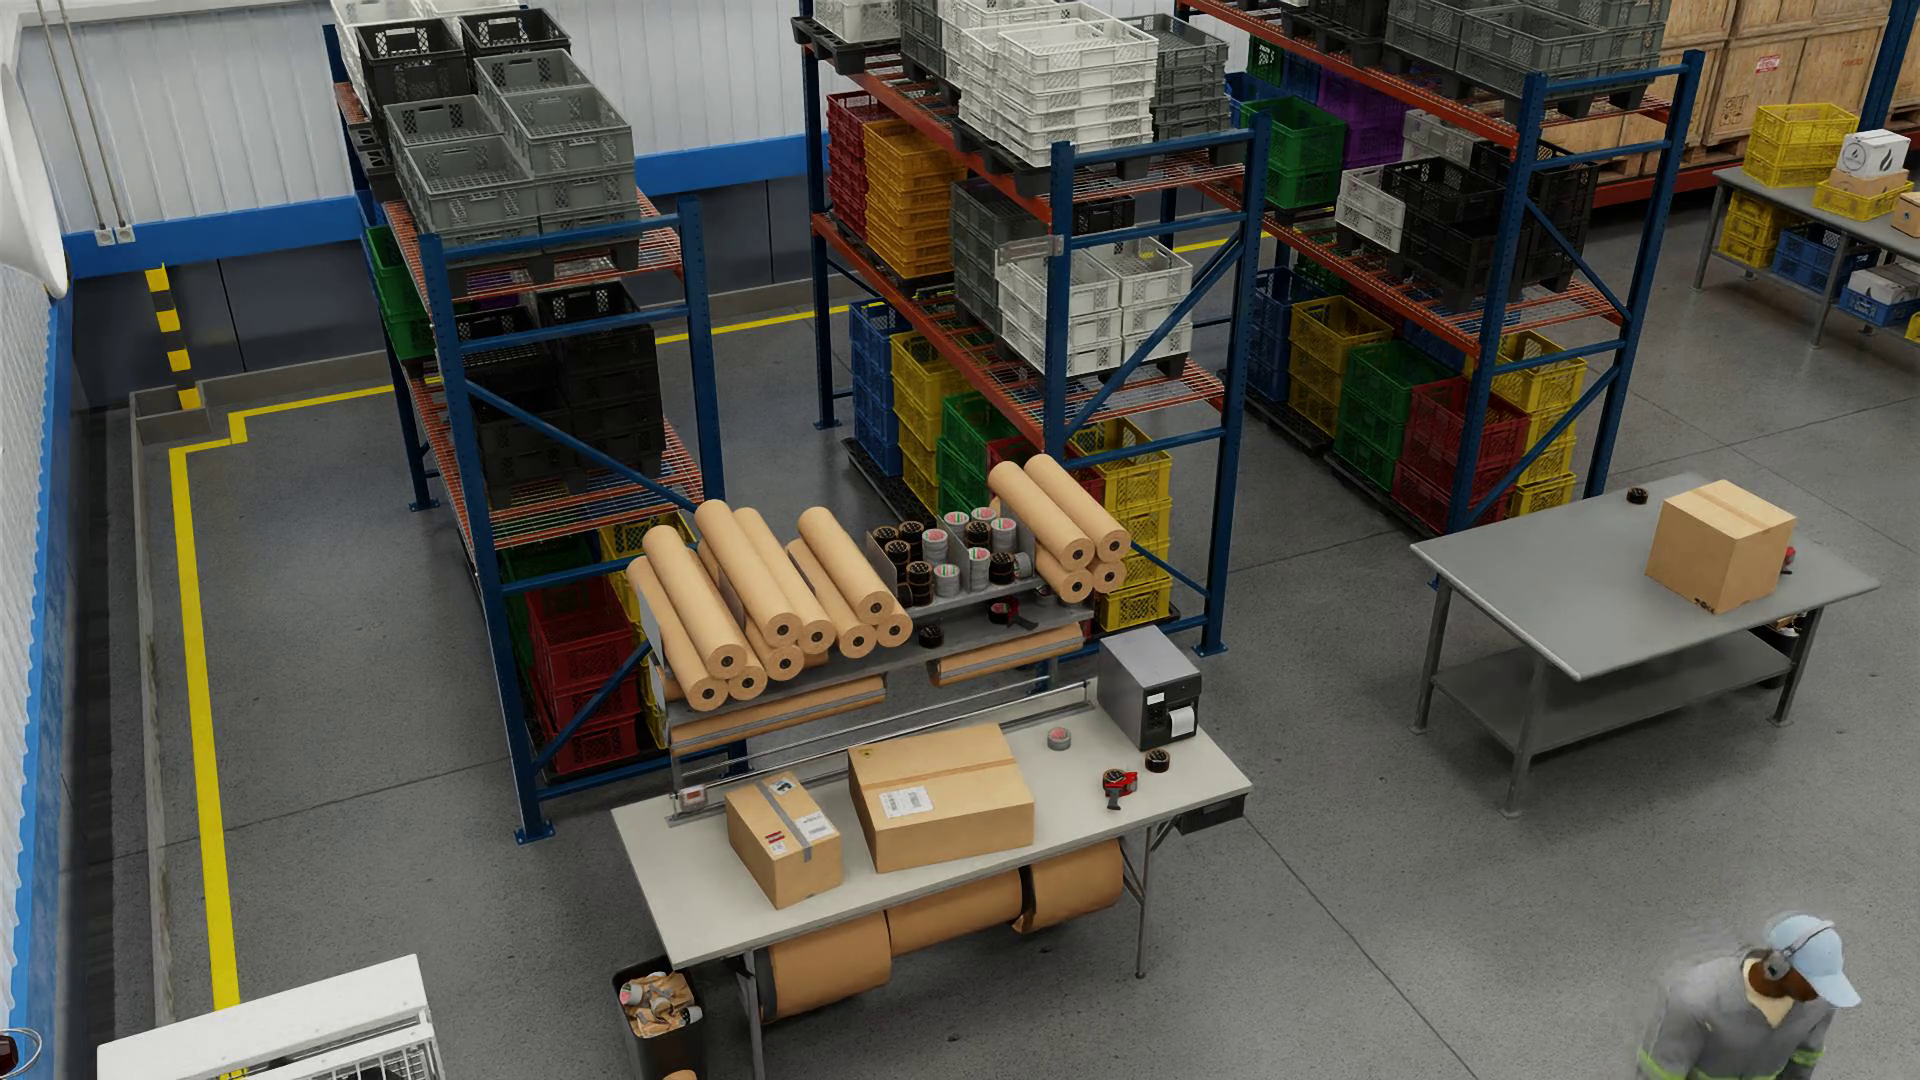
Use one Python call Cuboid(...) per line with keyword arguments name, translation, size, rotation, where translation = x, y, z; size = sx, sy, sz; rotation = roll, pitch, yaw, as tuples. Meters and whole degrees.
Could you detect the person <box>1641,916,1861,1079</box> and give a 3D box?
Cuboid(name="person", translation=(2.517, 1.870, 5.487), size=(0.613, 1.791, 0.829), rotation=(-1, 32, -2))
